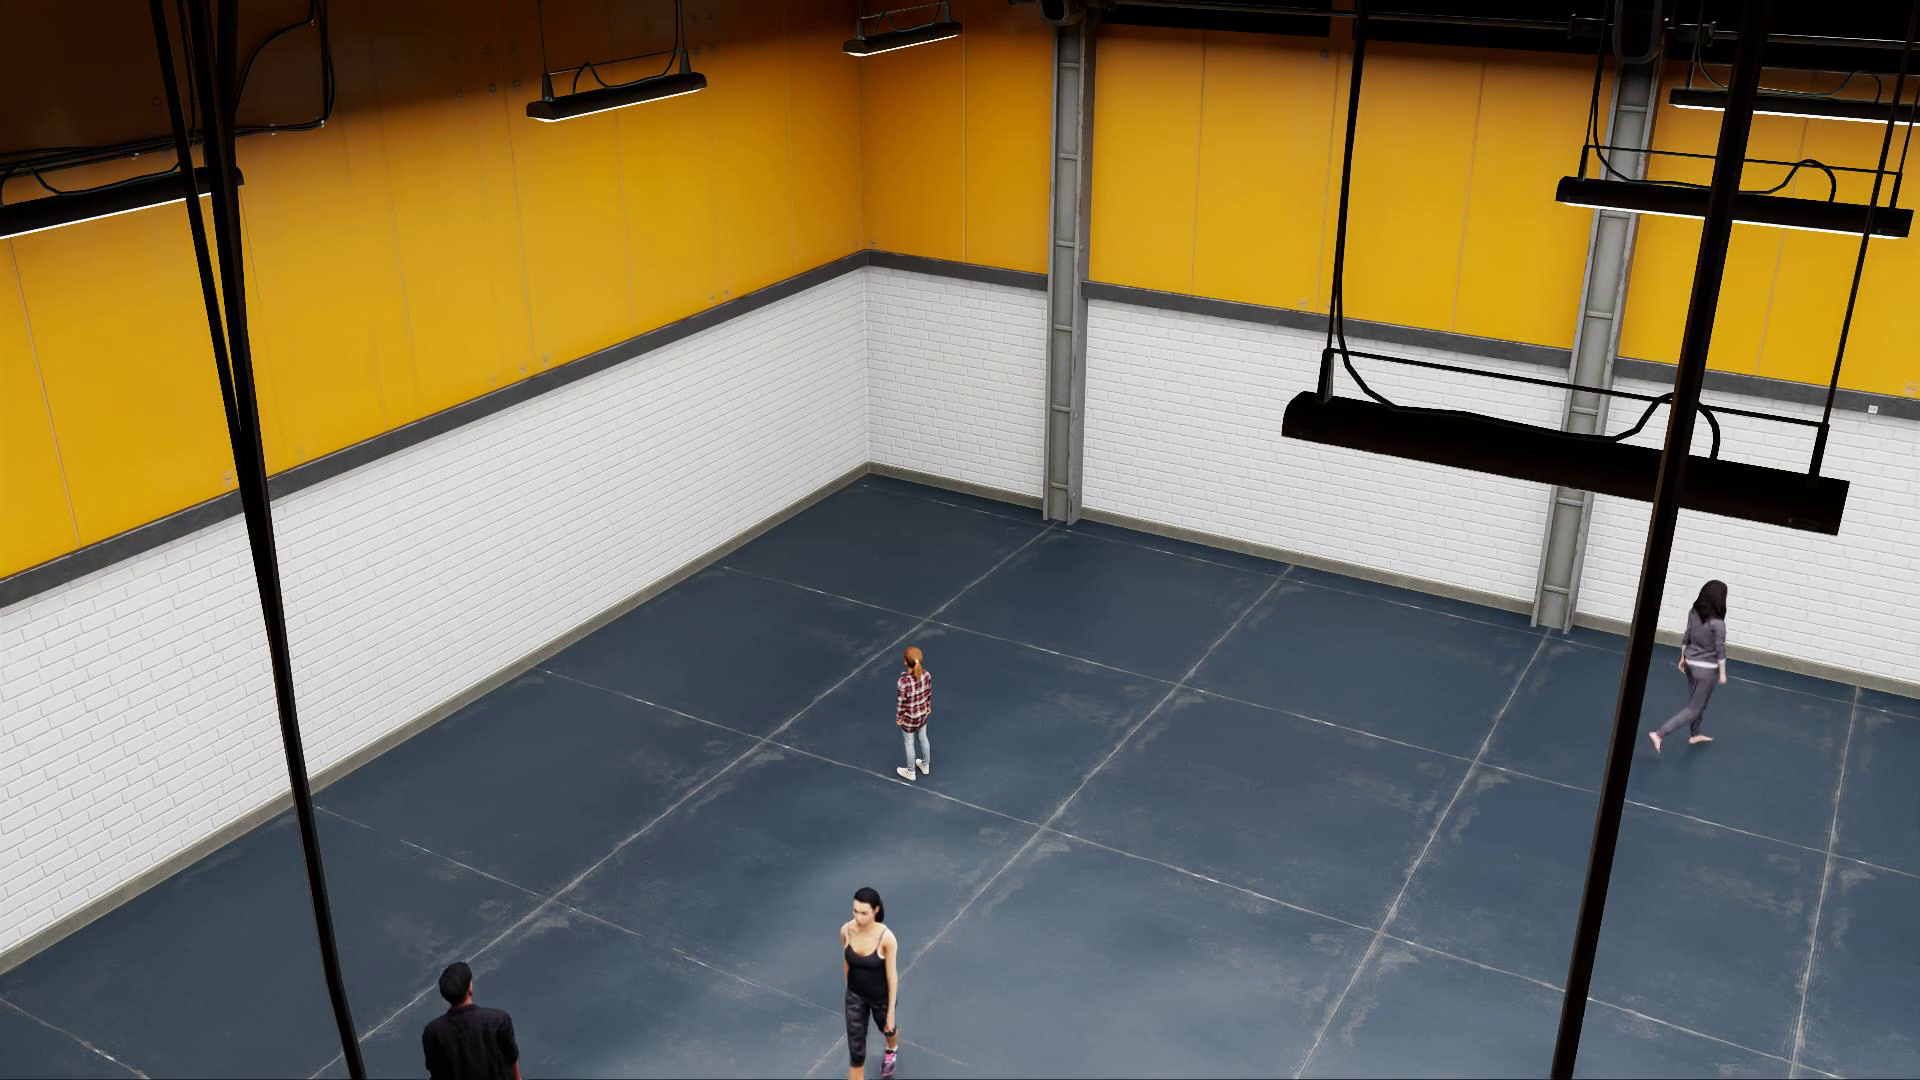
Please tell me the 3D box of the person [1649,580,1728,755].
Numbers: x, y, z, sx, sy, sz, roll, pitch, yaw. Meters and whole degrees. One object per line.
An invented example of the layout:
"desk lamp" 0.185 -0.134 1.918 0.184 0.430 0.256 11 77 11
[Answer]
"person" 6.778 1.219 15.368 1.092 1.733 1.036 -7 24 -15

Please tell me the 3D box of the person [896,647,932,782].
"person" -0.419 1.565 15.112 0.600 1.304 0.606 -17 29 -34

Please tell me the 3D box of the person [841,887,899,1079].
"person" -0.548 3.053 11.238 1.128 1.681 0.803 8 25 17

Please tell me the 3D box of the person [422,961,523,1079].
"person" -2.959 3.437 10.221 1.144 1.791 1.143 -3 24 -7
